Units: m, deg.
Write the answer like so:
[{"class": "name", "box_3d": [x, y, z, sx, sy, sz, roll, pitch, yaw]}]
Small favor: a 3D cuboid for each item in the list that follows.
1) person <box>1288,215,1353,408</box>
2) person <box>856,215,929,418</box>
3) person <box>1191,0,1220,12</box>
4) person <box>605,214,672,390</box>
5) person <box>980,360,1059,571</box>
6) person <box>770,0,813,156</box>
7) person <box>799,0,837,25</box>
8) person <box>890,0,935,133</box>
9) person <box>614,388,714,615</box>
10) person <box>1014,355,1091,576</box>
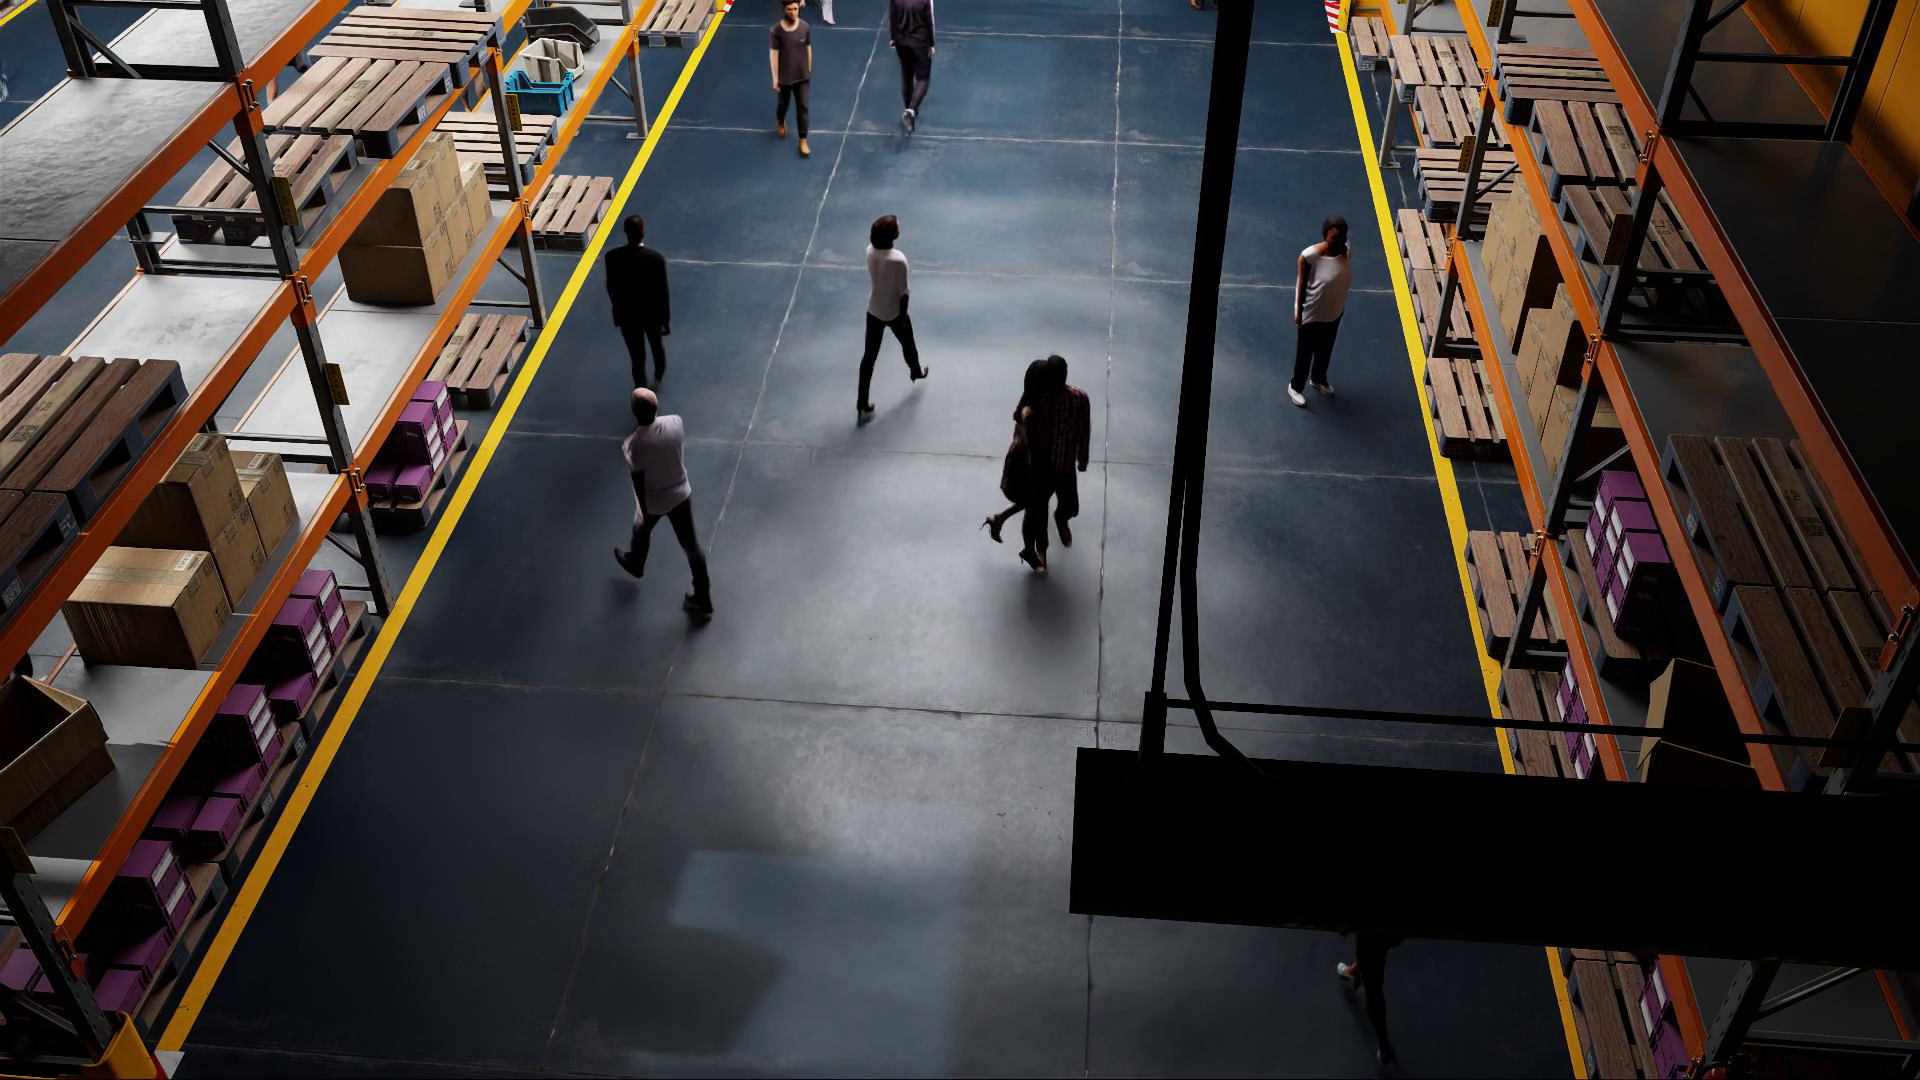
[{"class": "person", "box_3d": [3.030, -1.934, 13.895, 0.759, 1.688, 0.785, -18, 42, -22]}, {"class": "person", "box_3d": [-0.666, -1.802, 13.688, 0.946, 1.739, 1.211, 22, 43, 25]}, {"class": "person", "box_3d": [3.177, -7.557, 20.848, 0.697, 1.797, 0.614, -1, 39, -2]}, {"class": "person", "box_3d": [-2.617, -1.755, 13.623, 0.829, 1.747, 1.232, -4, 39, -5]}, {"class": "person", "box_3d": [0.439, -0.538, 12.088, 0.790, 1.761, 0.779, 12, 40, 14]}, {"class": "person", "box_3d": [-1.822, -5.004, 17.734, 0.879, 1.694, 1.099, -12, 40, -14]}, {"class": "person", "box_3d": [-1.845, -7.329, 20.605, 0.949, 1.744, 1.128, -19, 42, -22]}, {"class": "person", "box_3d": [-0.545, -5.299, 18.006, 0.848, 1.816, 1.073, 13, 40, 16]}, {"class": "person", "box_3d": [-2.028, -0.240, 11.696, 1.185, 1.785, 1.231, -29, 47, -31]}, {"class": "person", "box_3d": [0.669, -0.615, 12.191, 0.754, 1.752, 0.804, 0, 39, 0]}]
